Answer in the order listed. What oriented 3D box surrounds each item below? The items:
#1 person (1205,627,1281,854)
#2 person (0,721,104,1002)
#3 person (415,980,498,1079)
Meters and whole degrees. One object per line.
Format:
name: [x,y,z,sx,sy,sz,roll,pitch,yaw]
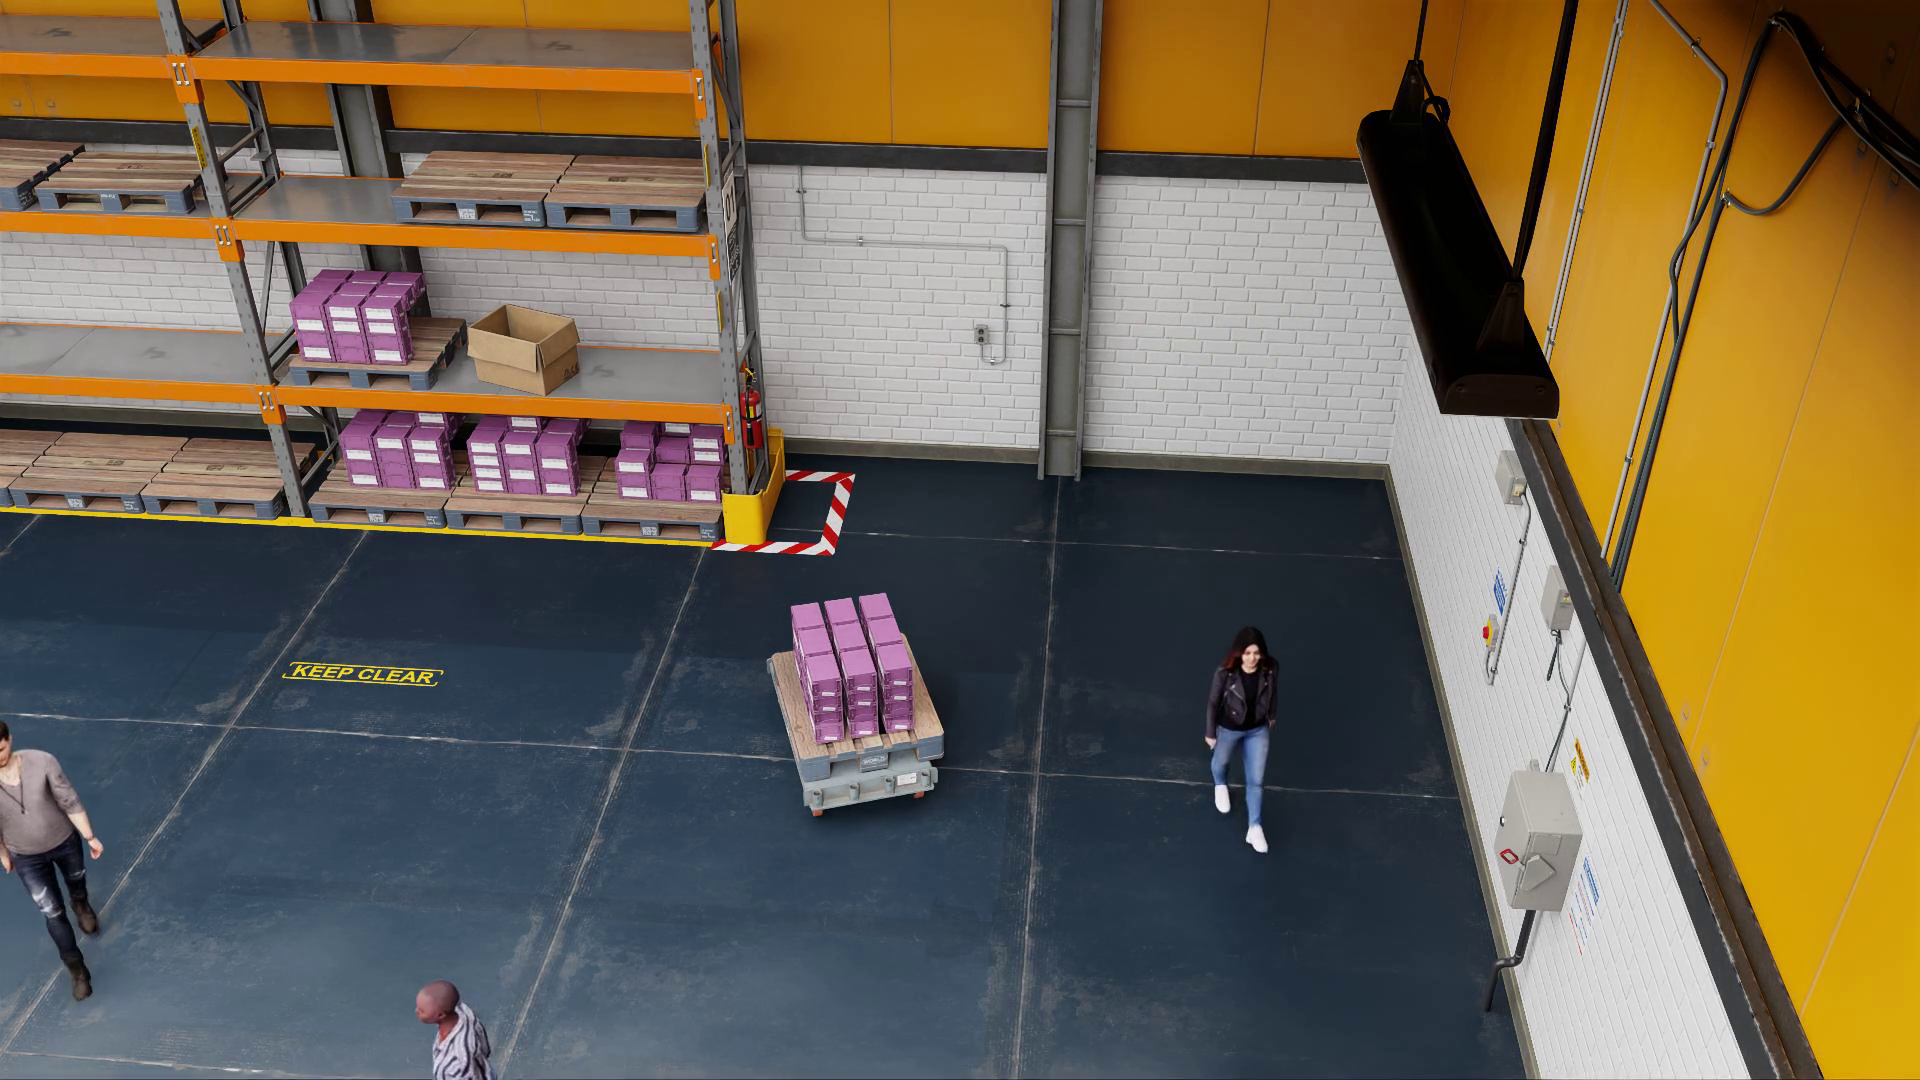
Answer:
person: [1.857,1.211,11.153,0.995,1.609,0.847,-3,34,-5]
person: [-5.545,1.781,10.064,1.226,1.864,1.239,-21,39,-28]
person: [-2.387,2.876,8.512,1.186,1.759,0.960,-11,35,-16]
